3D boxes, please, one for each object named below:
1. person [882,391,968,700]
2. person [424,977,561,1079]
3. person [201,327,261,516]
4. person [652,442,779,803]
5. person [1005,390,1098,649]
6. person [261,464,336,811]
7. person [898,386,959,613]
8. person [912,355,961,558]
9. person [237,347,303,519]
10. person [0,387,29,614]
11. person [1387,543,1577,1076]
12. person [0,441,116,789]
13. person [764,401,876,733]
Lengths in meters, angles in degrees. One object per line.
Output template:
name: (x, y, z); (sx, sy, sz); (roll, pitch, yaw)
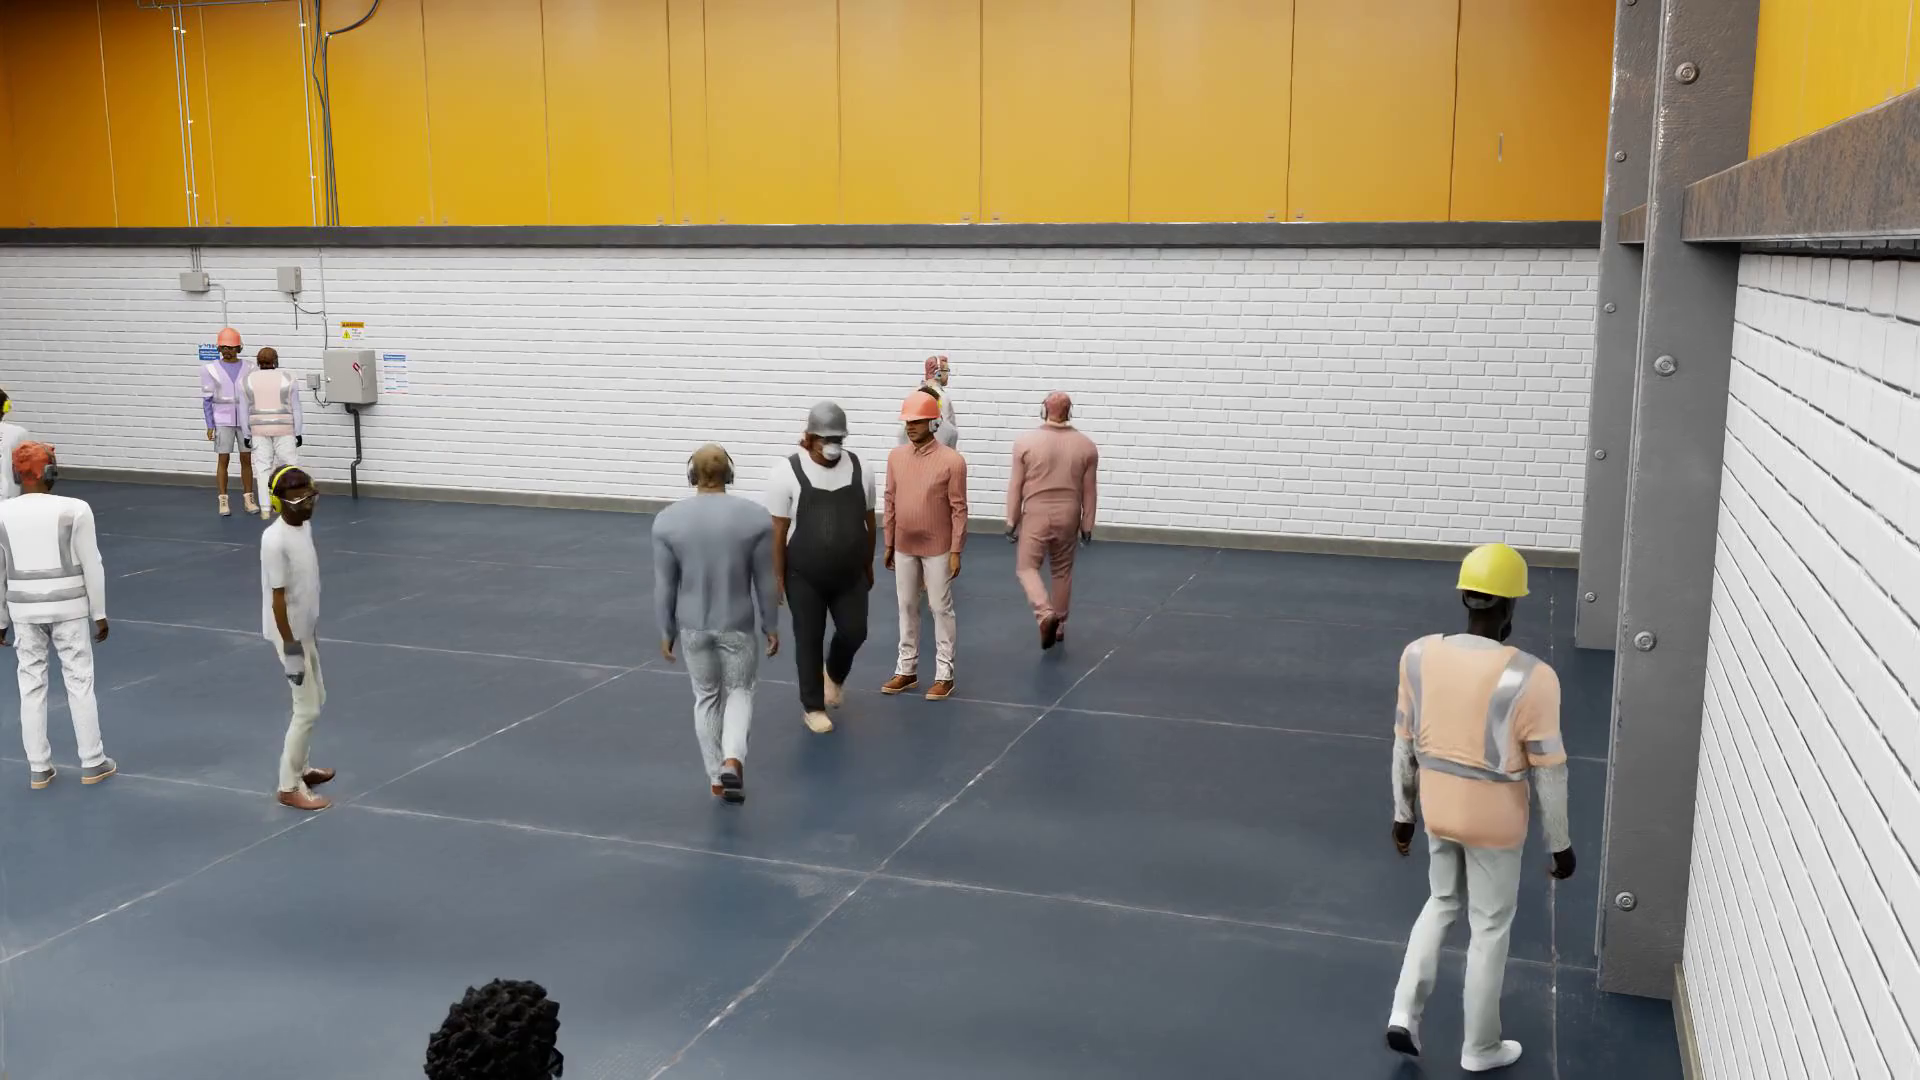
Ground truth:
person: (-0.241, 0.034, 10.756); (0.613, 1.994, 0.381); (6, 12, 29)
person: (-0.773, 1.579, 2.900); (0.535, 1.697, 0.318); (4, 11, 20)
person: (-7.867, -1.282, 18.047); (0.608, 2.039, 0.395); (-7, 12, -34)
person: (-1.263, 0.454, 8.605); (0.638, 1.918, 0.558); (-1, 10, -5)
person: (0.669, -0.145, 12.073); (0.676, 1.886, 0.724); (-2, 10, -13)
person: (-3.434, 0.494, 8.645); (0.372, 1.826, 0.703); (-2, 10, -9)
person: (-0.274, -0.379, 13.624); (0.523, 1.818, 1.001); (0, 10, -2)
person: (-0.223, -0.769, 15.531); (0.403, 1.906, 0.652); (-5, 11, -26)
person: (-7.358, -1.141, 17.808); (0.624, 1.845, 0.430); (-2, 10, -13)
person: (-7.643, -0.318, 13.224); (0.519, 1.829, 0.909); (-5, 11, -27)
person: (1.794, 0.957, 5.777); (0.500, 1.914, 0.614); (-8, 13, -39)
person: (-4.910, 0.405, 8.975); (0.572, 1.886, 0.354); (-3, 10, -14)
person: (-0.820, 0.144, 10.010); (0.704, 2.000, 0.593); (-4, 11, -21)
